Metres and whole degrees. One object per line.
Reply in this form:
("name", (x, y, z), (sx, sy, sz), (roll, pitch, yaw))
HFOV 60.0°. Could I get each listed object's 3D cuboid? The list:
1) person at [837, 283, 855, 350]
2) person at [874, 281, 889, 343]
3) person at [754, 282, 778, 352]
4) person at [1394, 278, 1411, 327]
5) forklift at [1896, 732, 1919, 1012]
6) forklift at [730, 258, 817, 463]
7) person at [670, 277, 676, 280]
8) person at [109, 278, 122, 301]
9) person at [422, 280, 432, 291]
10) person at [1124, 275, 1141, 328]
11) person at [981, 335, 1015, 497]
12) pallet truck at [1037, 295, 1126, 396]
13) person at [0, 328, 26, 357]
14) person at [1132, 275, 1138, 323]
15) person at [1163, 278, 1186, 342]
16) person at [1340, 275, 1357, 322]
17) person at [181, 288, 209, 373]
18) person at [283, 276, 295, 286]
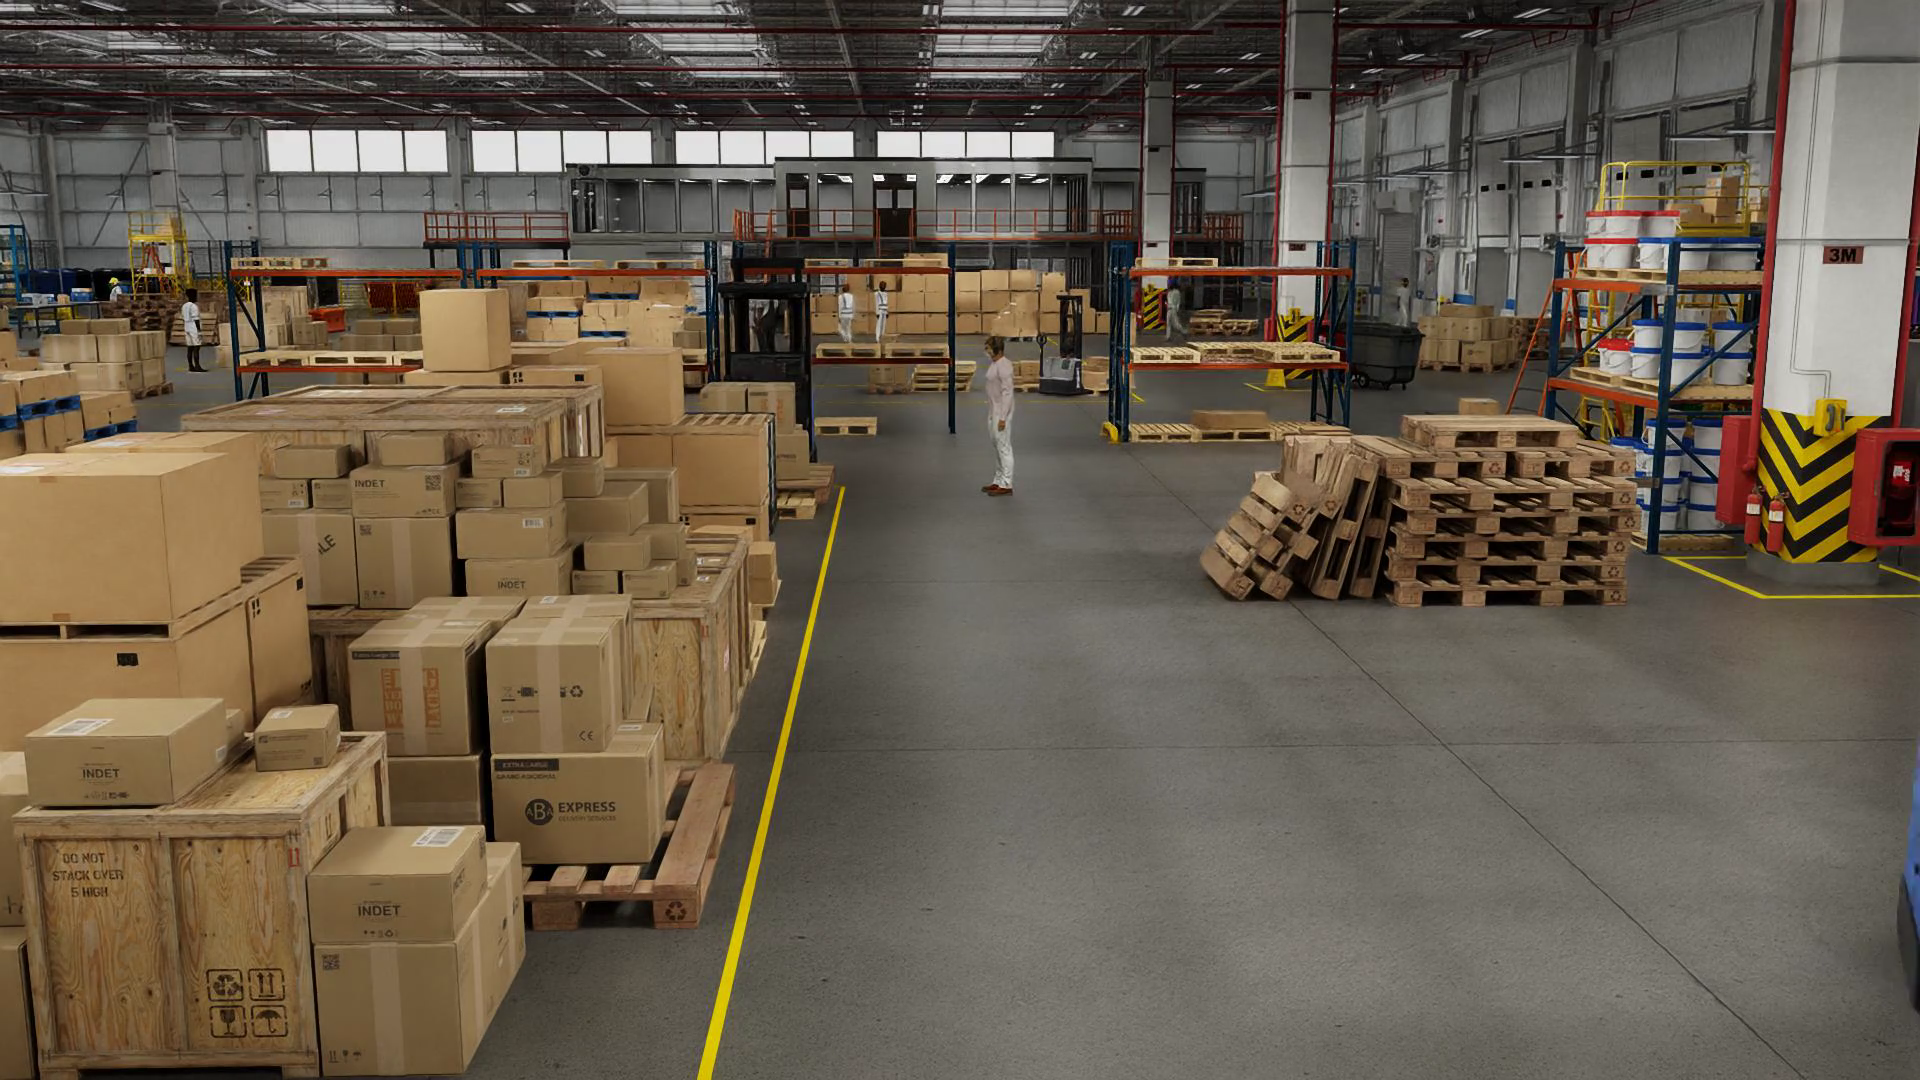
("person", (-3.215, -6.277, 46.758), (0.622, 1.868, 0.444), (-10, 14, -43))
("person", (-2.302, -6.687, 49.005), (0.353, 1.886, 0.572), (5, 12, 28))
("person", (-4.827, -5.326, 40.991), (0.539, 2.000, 0.688), (7, 12, 34))
("person", (14.810, -7.834, 55.523), (0.530, 1.842, 0.754), (-6, 12, -31))
("forklift", (4.733, 0.495, 6.222), (1.873, 2.768, 1.129), (5, 11, 25))
("forklift", (-2.446, -2.236, 21.439), (1.129, 2.768, 1.873), (0, 10, -2))
("person", (-9.158, -7.474, 53.344), (0.547, 1.916, 0.804), (-5, 11, -25))
("person", (-28.336, -7.892, 55.865), (0.404, 1.830, 0.599), (-7, 12, -34))
("person", (-15.884, -6.834, 49.853), (0.561, 1.888, 1.019), (4, 11, 20))
("person", (5.908, -8.233, 57.350), (0.714, 1.977, 0.620), (-1, 10, -3))
("person", (0.469, -1.484, 19.895), (0.372, 1.931, 0.629), (-2, 10, -9))
("pallet truck", (2.483, -3.881, 33.060), (1.885, 1.965, 0.823), (-7, 13, -36))
("person", (-12.904, -1.946, 22.624), (0.328, 1.876, 0.514), (7, 13, 36))
("person", (6.592, -8.989, 61.987), (0.425, 1.826, 0.535), (-4, 11, -23))
("person", (6.477, -6.927, 50.216), (0.656, 1.934, 0.622), (-6, 12, -30))
("person", (14.681, -9.132, 62.865), (0.624, 1.810, 0.893), (2, 10, 9))
("person", (-17.708, -4.828, 38.425), (0.603, 1.966, 0.368), (8, 13, 37))
("person", (-28.019, -10.295, 69.505), (0.492, 1.742, 0.306), (-10, 14, -44))
